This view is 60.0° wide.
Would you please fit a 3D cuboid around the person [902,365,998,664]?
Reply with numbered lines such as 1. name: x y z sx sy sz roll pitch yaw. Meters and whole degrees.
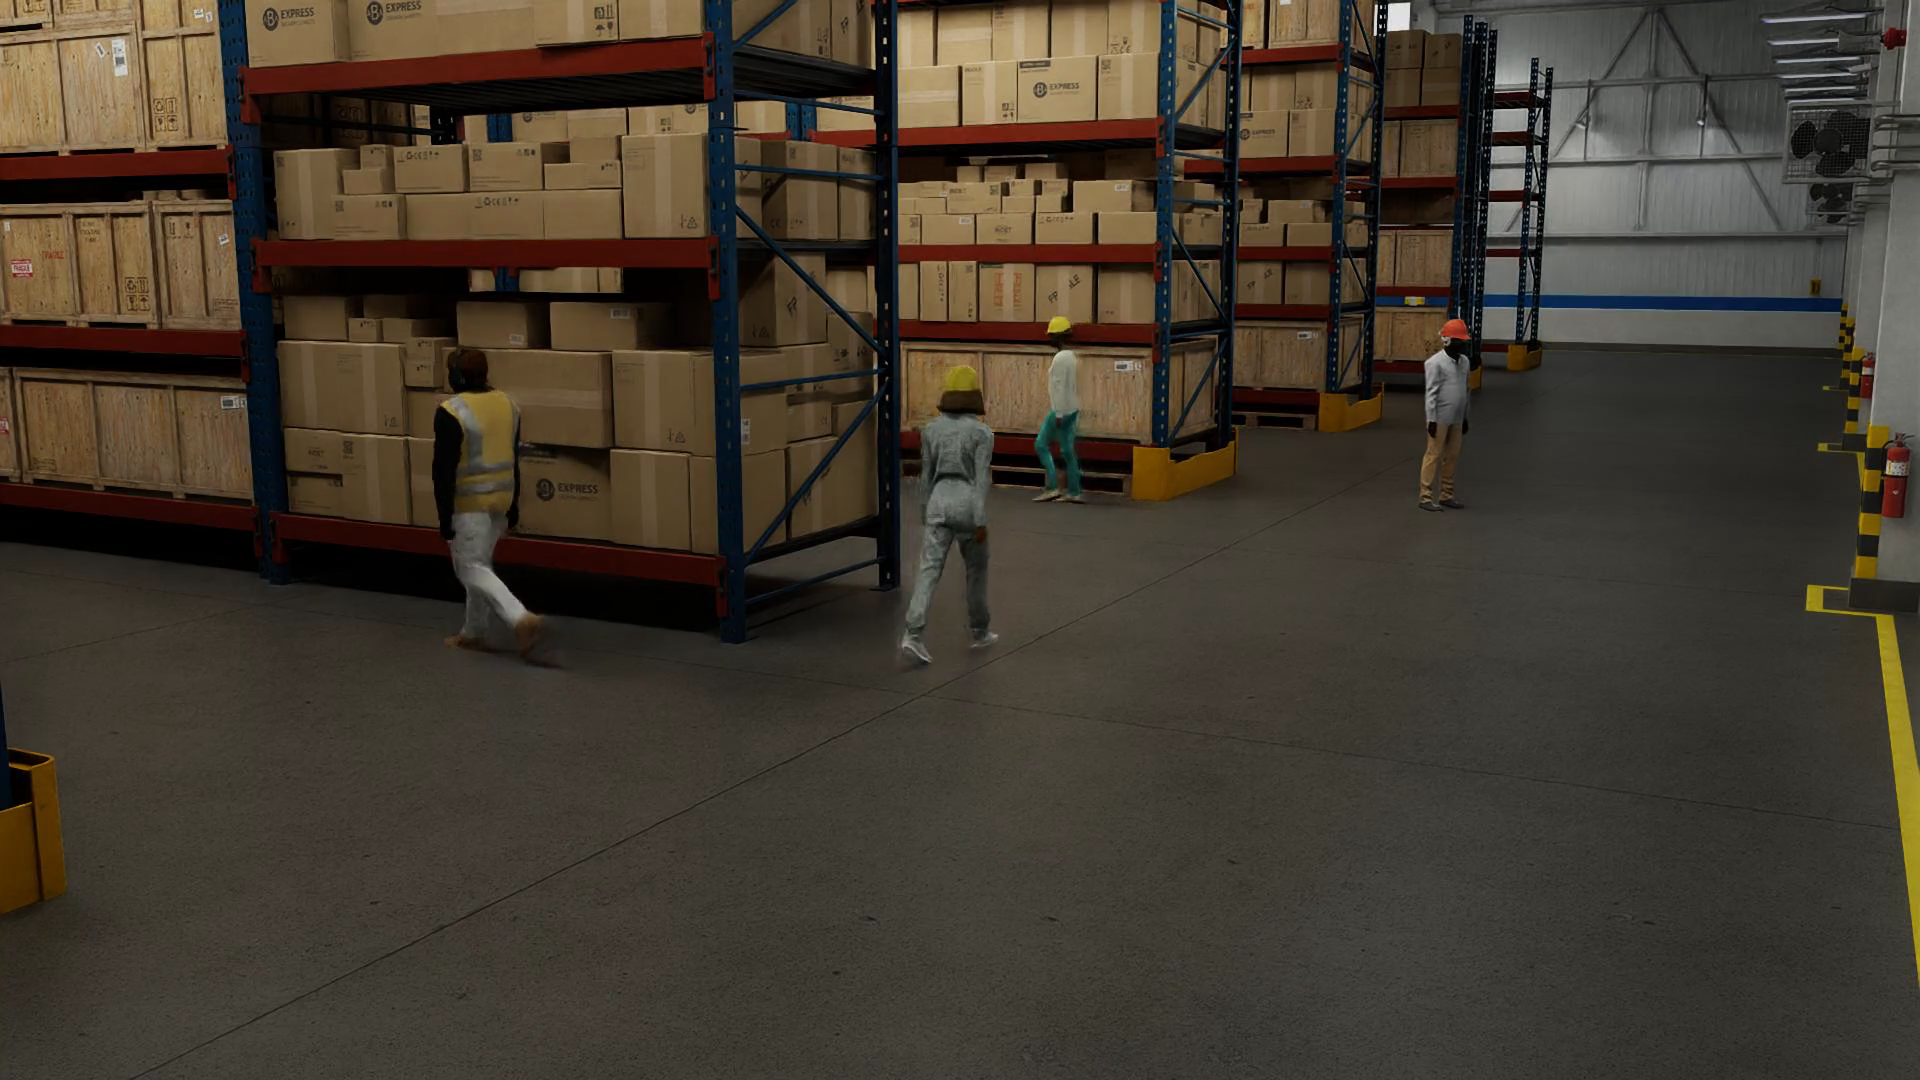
1. person: -0.064 -0.151 9.559 0.493 1.701 0.906 5 11 27

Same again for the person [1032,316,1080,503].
1. person: 0.882 -1.198 15.469 0.572 1.743 0.546 3 10 19

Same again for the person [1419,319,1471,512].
1. person: 4.426 -1.123 15.042 0.566 1.742 0.351 -7 12 -35

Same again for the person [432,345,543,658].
1. person: -2.711 -0.203 9.517 0.773 1.822 0.632 5 11 24
